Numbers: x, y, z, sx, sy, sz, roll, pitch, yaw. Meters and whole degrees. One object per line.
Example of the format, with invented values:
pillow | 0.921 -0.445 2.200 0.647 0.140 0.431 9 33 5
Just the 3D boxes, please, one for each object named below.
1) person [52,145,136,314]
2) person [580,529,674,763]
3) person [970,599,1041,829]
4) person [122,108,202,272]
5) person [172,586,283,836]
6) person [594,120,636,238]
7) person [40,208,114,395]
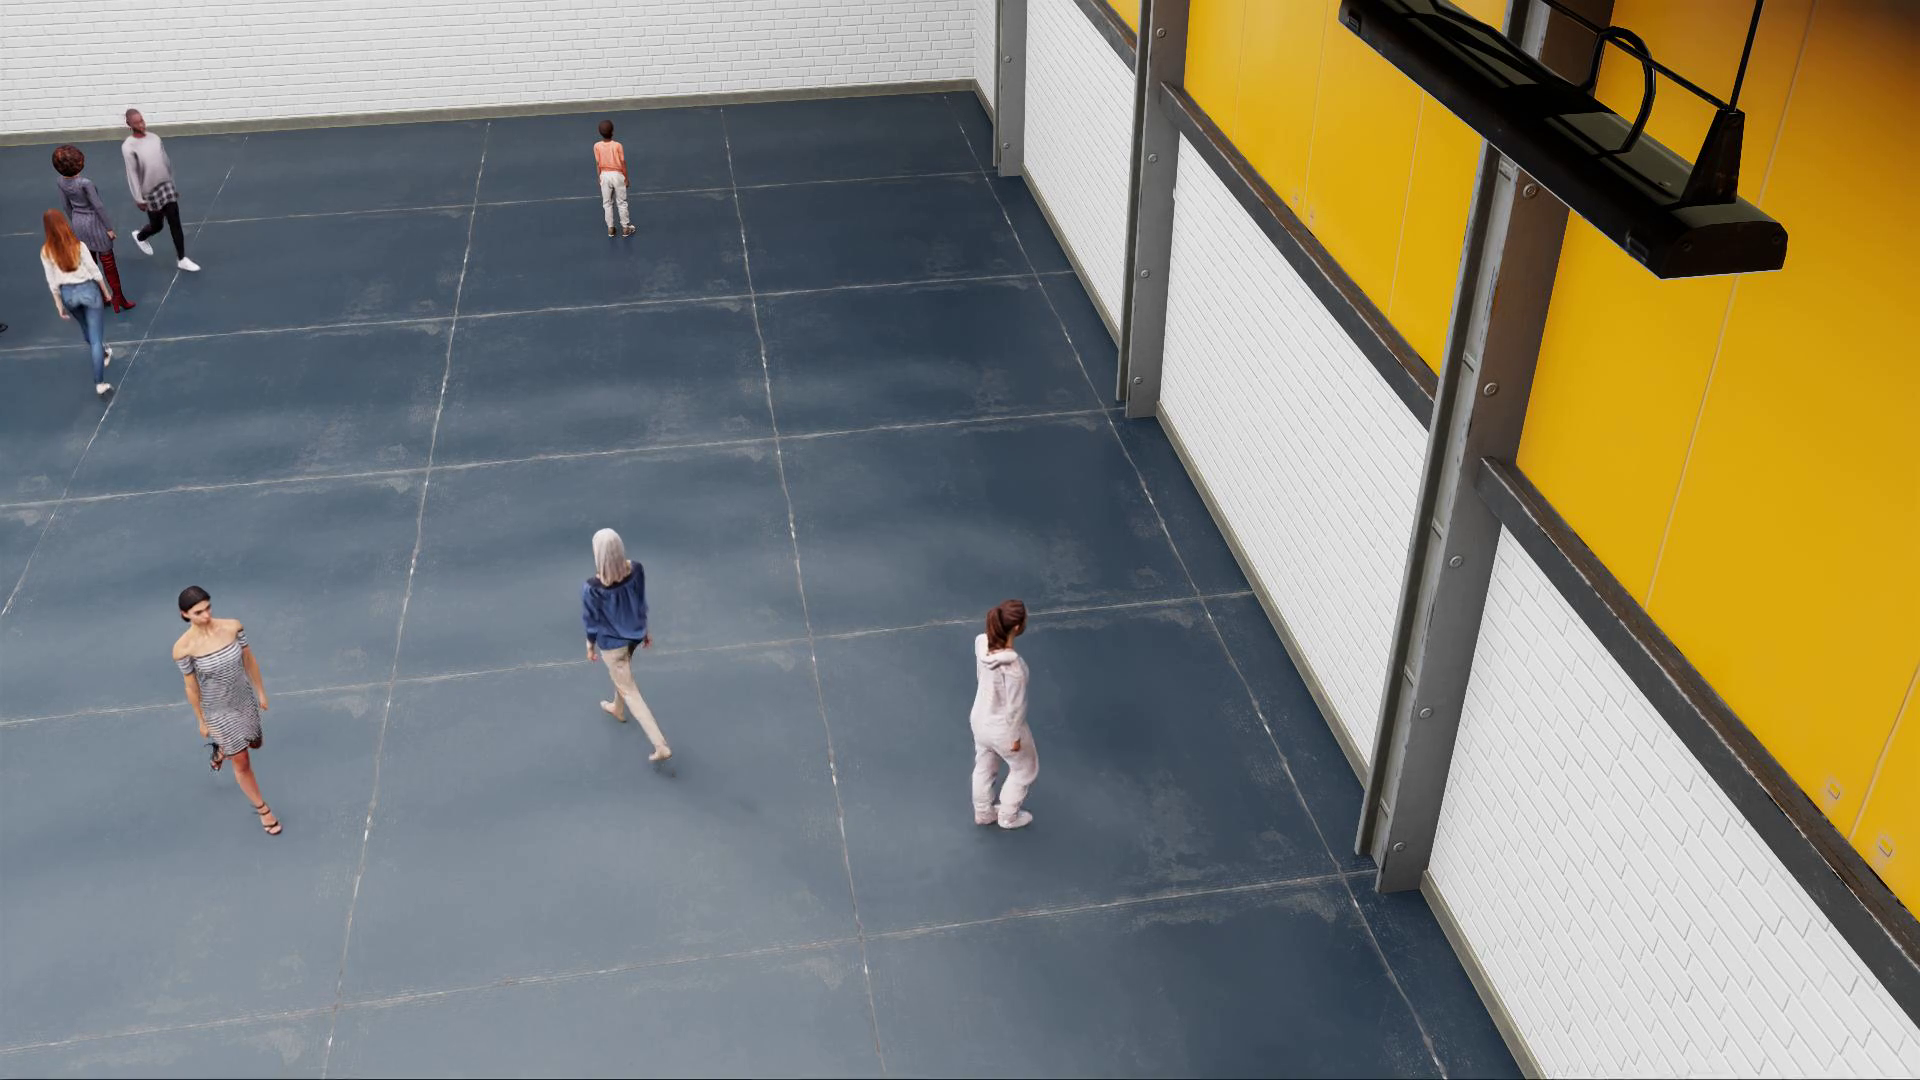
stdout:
person | -8.644 -3.086 16.528 0.663 1.710 0.650 8 34 12
person | -2.161 0.714 10.857 1.213 1.659 1.063 27 42 34
person | 0.178 1.134 10.210 0.794 1.675 0.671 -21 39 -28
person | -8.448 -3.644 17.329 1.048 1.753 1.035 16 37 22
person | -4.560 1.012 10.282 1.053 1.799 0.954 26 41 33
person | -3.805 -3.965 18.211 0.520 1.311 0.527 1 34 2
person | -7.995 -2.144 15.134 0.573 1.684 1.124 -6 34 -9
